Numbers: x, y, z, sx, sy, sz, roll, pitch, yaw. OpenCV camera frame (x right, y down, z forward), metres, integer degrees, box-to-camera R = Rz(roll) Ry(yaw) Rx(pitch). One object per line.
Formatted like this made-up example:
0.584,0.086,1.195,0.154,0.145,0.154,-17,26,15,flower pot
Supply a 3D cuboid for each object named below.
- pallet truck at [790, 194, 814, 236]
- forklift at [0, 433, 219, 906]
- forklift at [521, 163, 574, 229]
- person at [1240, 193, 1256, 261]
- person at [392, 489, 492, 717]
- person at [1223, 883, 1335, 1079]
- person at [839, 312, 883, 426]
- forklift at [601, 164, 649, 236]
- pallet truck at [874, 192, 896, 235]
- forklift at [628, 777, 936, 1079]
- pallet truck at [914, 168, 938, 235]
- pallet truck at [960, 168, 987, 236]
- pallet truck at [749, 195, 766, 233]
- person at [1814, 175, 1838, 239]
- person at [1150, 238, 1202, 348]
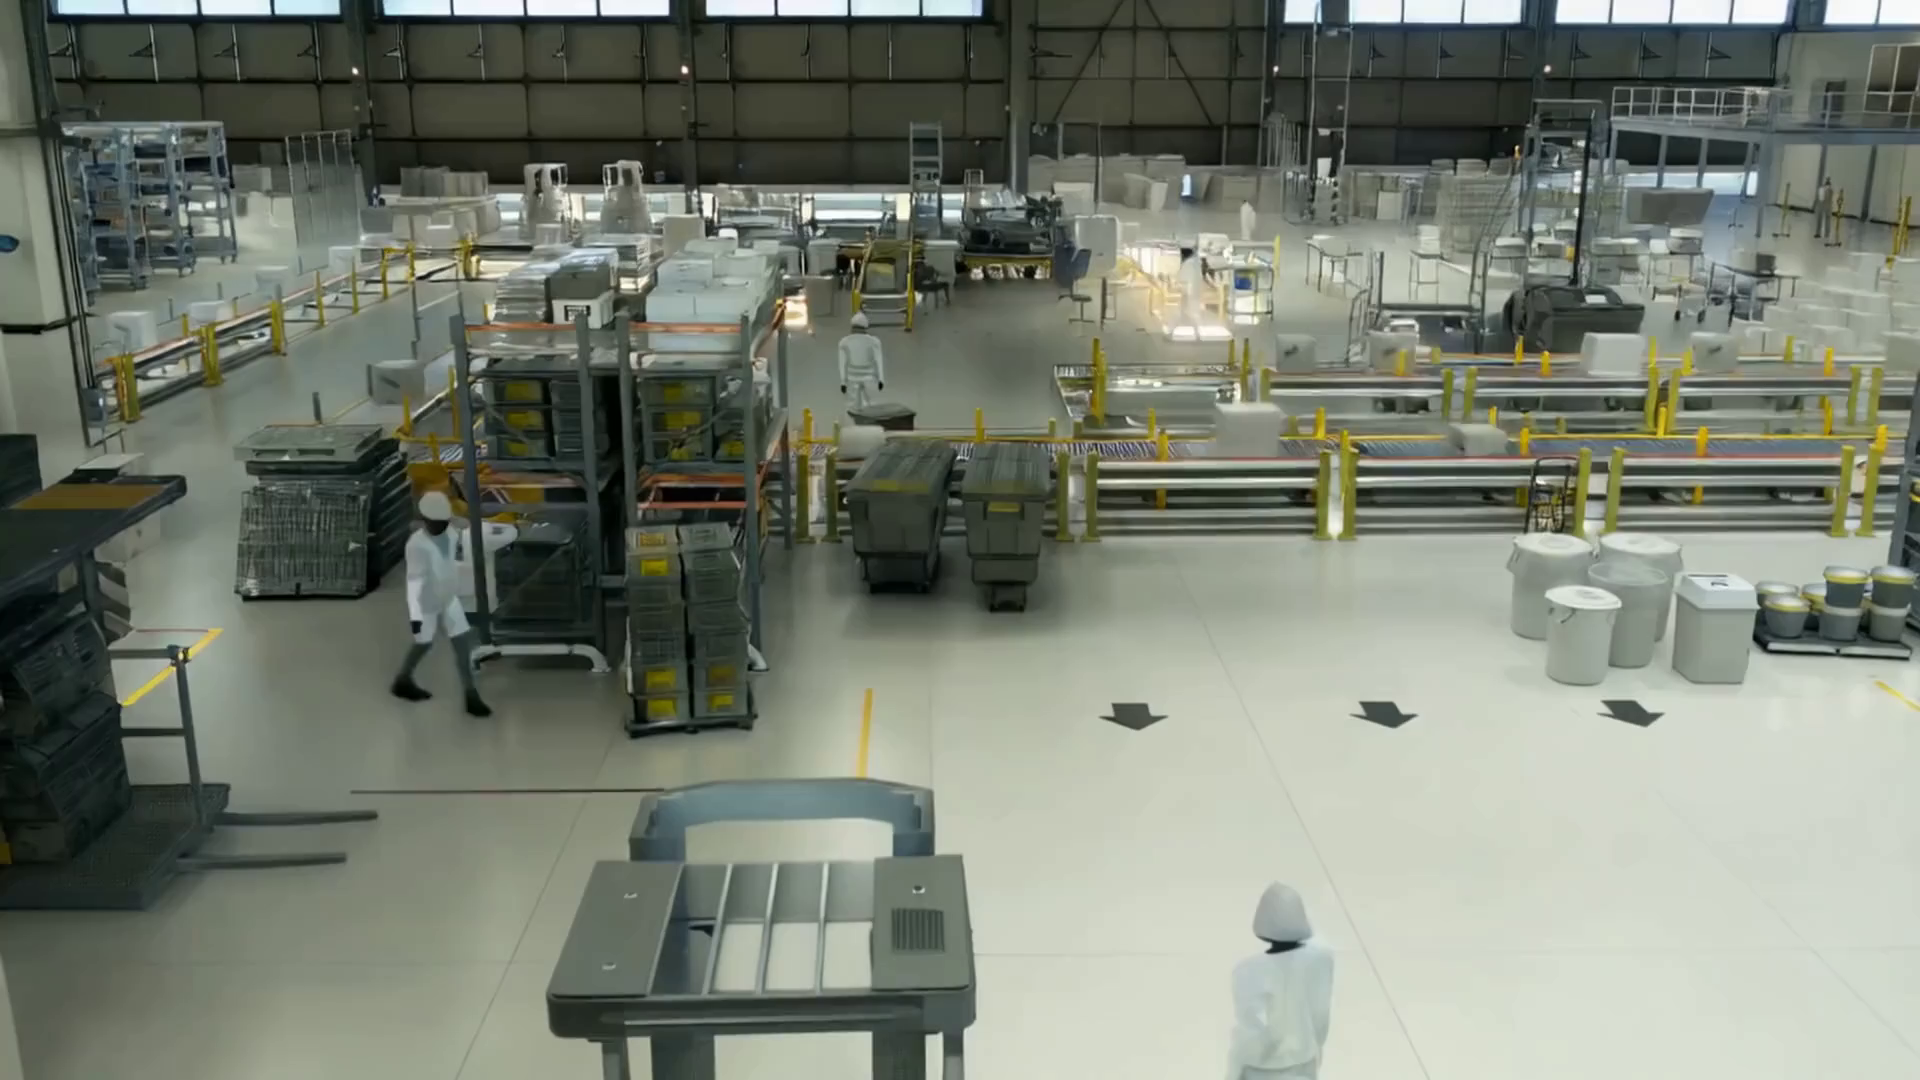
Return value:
-4.814,-9.883,50.259,0.704,1.261,1.522,-1,16,-3,pallet truck
-5.952,0.780,10.366,1.873,2.768,1.129,0,16,-1,forklift
-12.233,-10.122,49.298,1.157,1.987,2.680,0,16,-1,forklift
7.222,-7.724,41.682,0.432,1.892,0.658,2,16,7,person
-4.214,0.469,13.262,0.978,1.879,0.607,9,18,27,person
1.400,2.284,7.358,0.503,1.631,0.283,-5,17,-18,person
-1.335,-2.160,22.468,0.586,1.823,0.403,0,16,0,person
-9.948,-10.127,49.296,1.157,1.987,2.680,-1,16,-3,forklift
-2.277,-9.986,50.594,0.653,1.274,1.630,0,16,-1,pallet truck
-0.542,2.165,5.552,1.129,2.768,1.873,-1,16,-2,forklift
-0.989,-10.316,50.507,0.823,1.965,1.885,1,16,3,pallet truck
0.383,-10.230,50.206,0.823,1.965,1.885,-1,16,-3,pallet truck
-6.051,-9.967,50.660,0.680,1.201,1.601,0,16,-1,pallet truck
25.484,-9.790,48.950,0.513,1.843,0.335,2,16,8,person
3.977,-4.474,30.197,0.996,1.991,0.624,2,16,7,person
